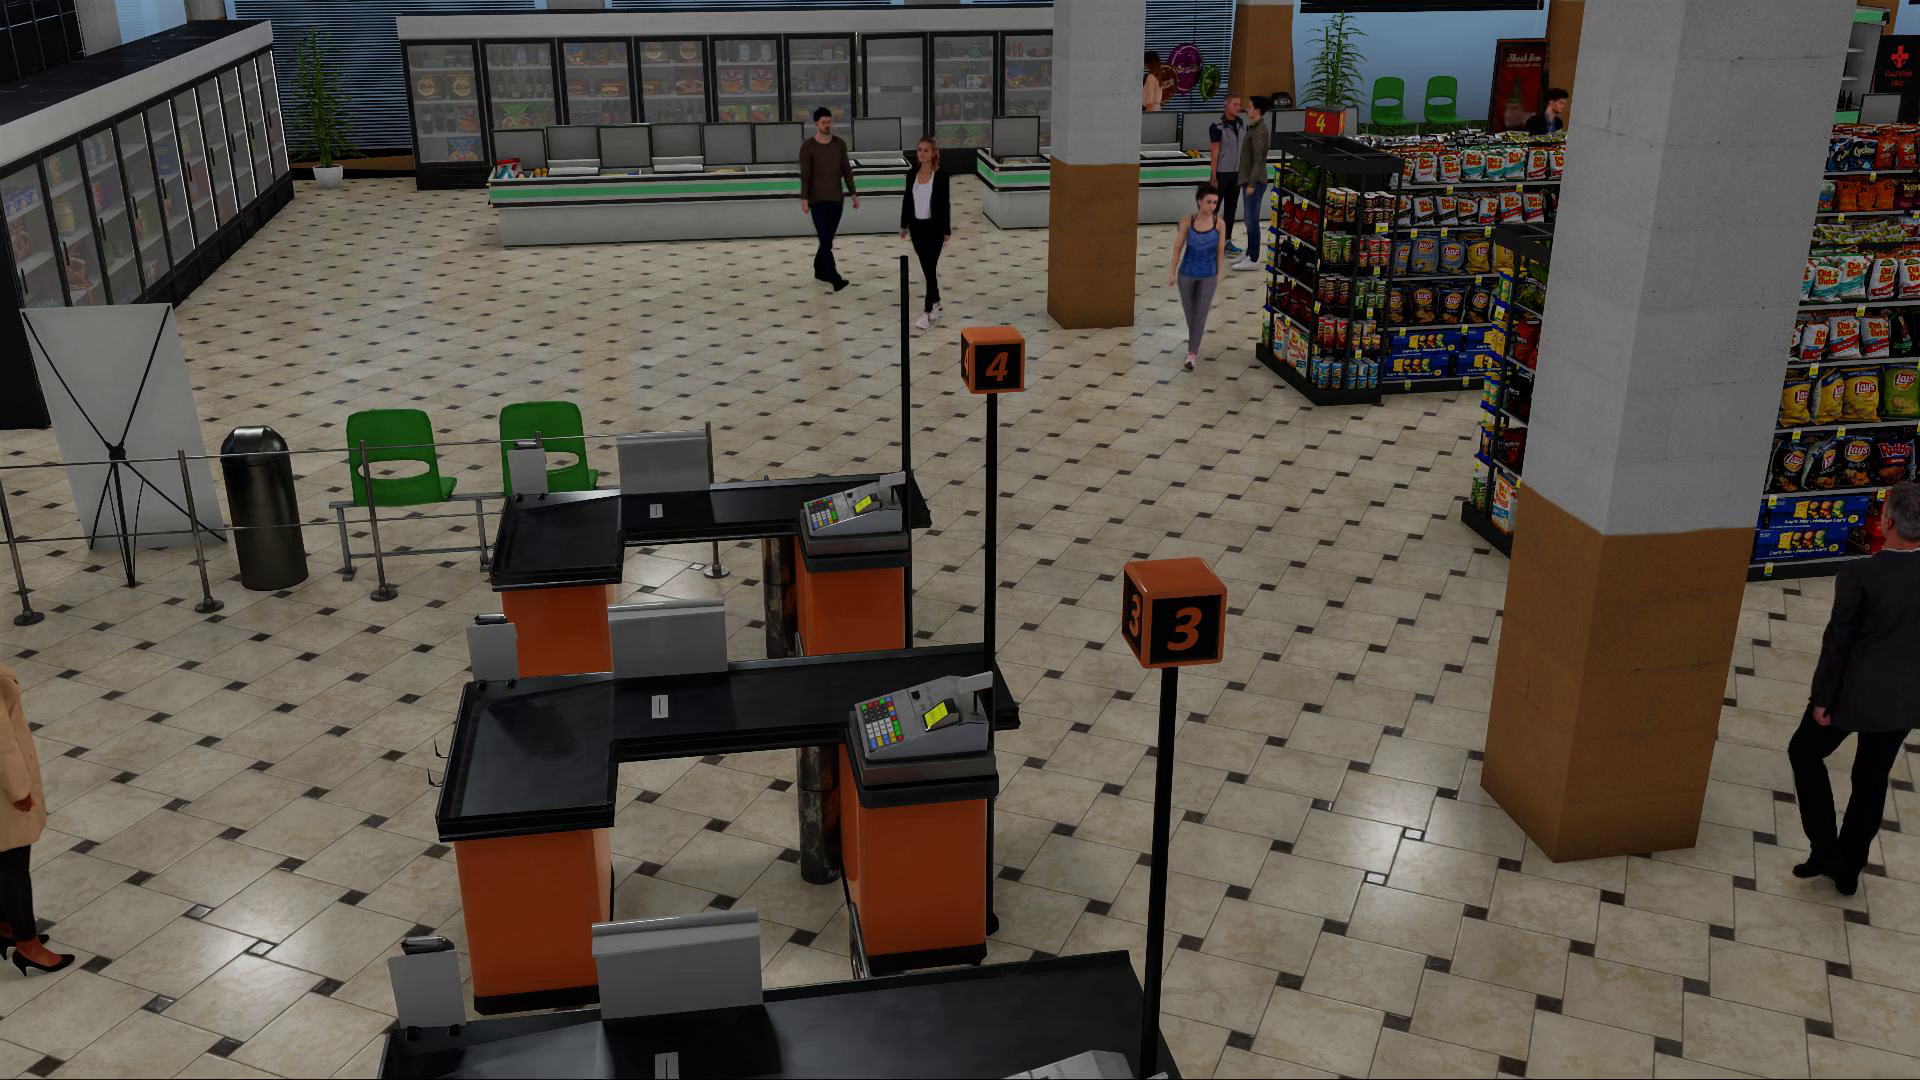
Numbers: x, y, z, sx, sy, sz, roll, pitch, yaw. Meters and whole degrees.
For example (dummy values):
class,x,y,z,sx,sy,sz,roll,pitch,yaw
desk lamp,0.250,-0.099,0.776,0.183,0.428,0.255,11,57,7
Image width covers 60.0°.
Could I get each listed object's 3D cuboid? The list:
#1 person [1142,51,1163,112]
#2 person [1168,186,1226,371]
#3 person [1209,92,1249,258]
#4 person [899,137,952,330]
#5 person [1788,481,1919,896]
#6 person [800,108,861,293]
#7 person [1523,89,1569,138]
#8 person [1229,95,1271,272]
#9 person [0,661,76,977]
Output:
class,x,y,z,sx,sy,sz,roll,pitch,yaw
person,2.691,-5.940,23.318,0.680,1.788,0.671,8,23,18
person,2.087,-2.299,14.567,1.100,1.558,0.984,7,23,17
person,2.984,-4.121,18.747,0.665,1.822,0.815,-15,27,-33
person,-0.264,-2.932,15.856,1.011,1.771,1.030,12,25,28
person,3.785,0.667,6.826,0.701,1.825,0.842,1,22,1
person,-1.419,-3.508,17.220,1.207,1.823,1.030,-14,26,-31
person,6.388,-4.139,18.752,0.813,1.851,0.900,-11,24,-25
person,3.200,-3.879,18.084,0.682,1.866,0.765,2,22,5
person,-3.742,0.908,6.420,0.724,1.680,0.746,19,29,39
